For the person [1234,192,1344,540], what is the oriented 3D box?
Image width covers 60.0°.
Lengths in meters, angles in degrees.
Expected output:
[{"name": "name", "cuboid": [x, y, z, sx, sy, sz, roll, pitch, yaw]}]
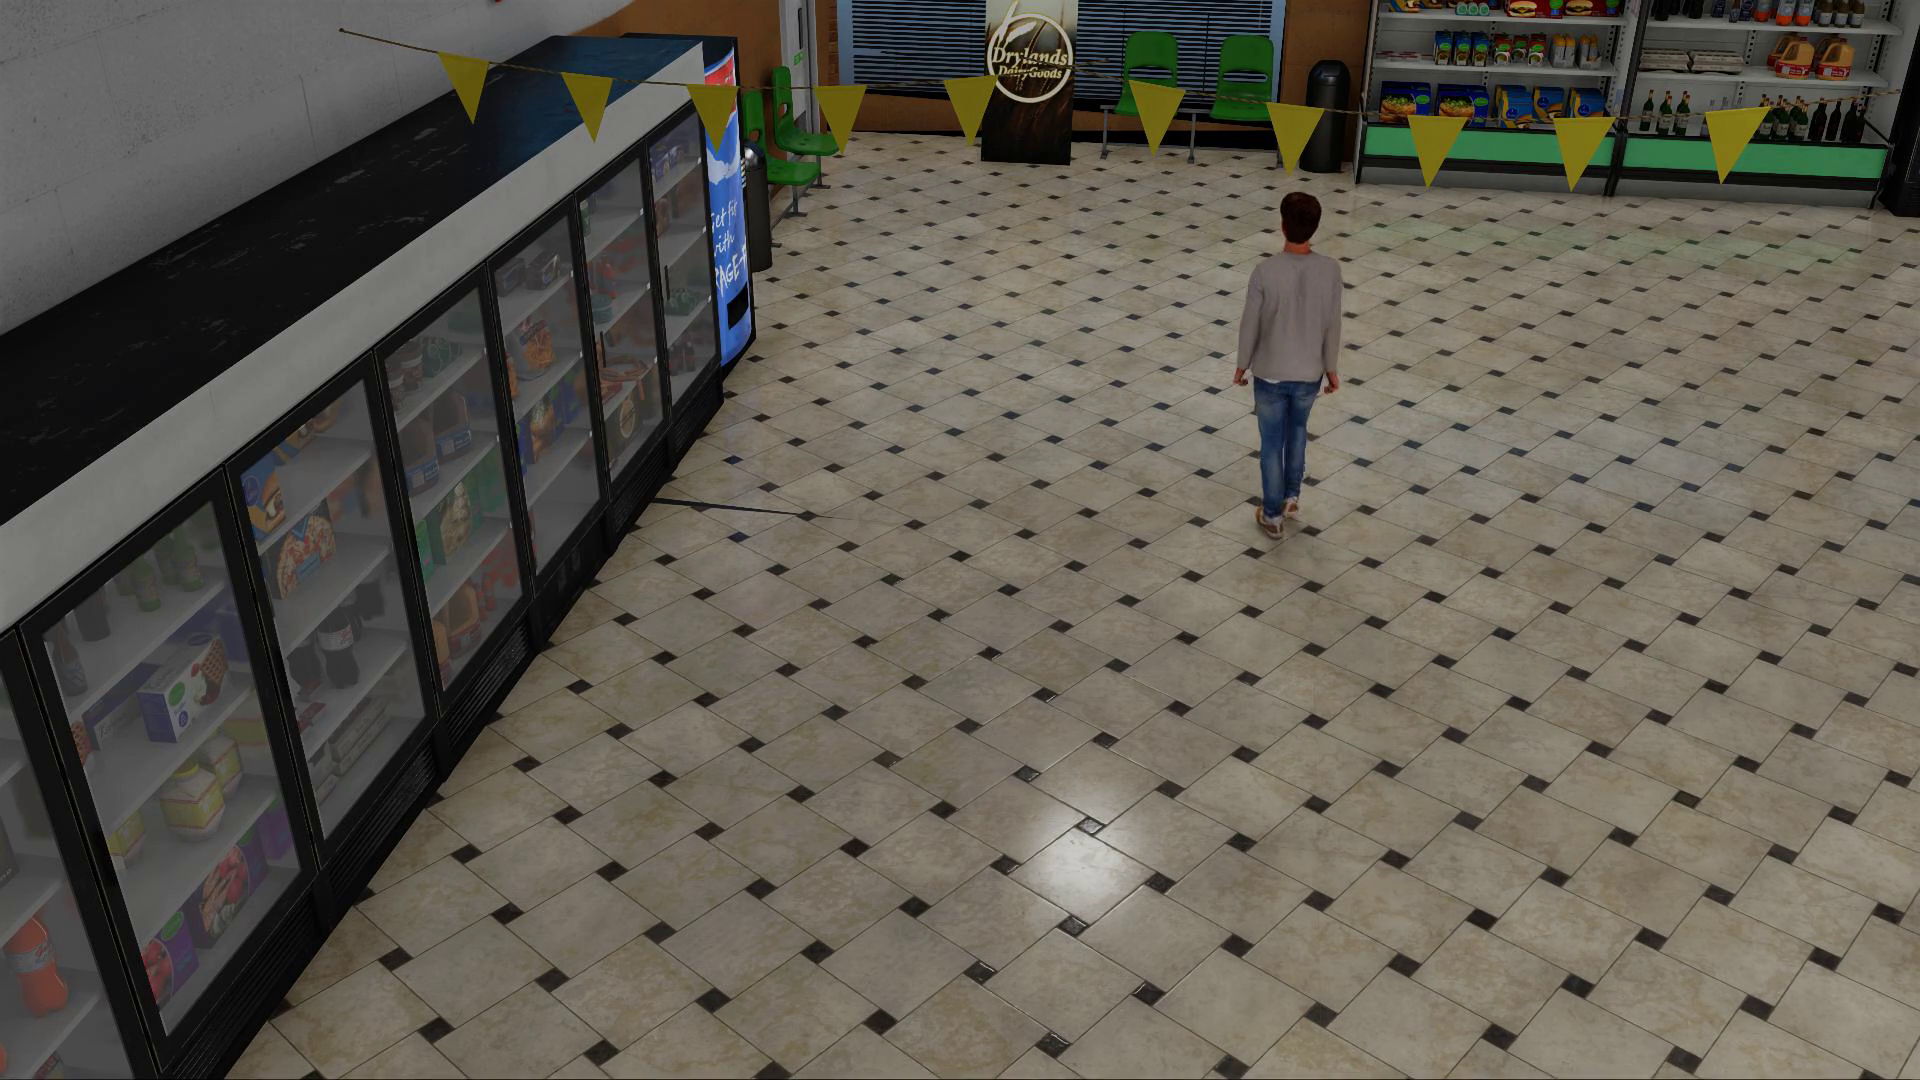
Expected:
[{"name": "person", "cuboid": [1.749, -0.855, 8.761, 0.645, 1.891, 0.809, -1, 29, -2]}]
